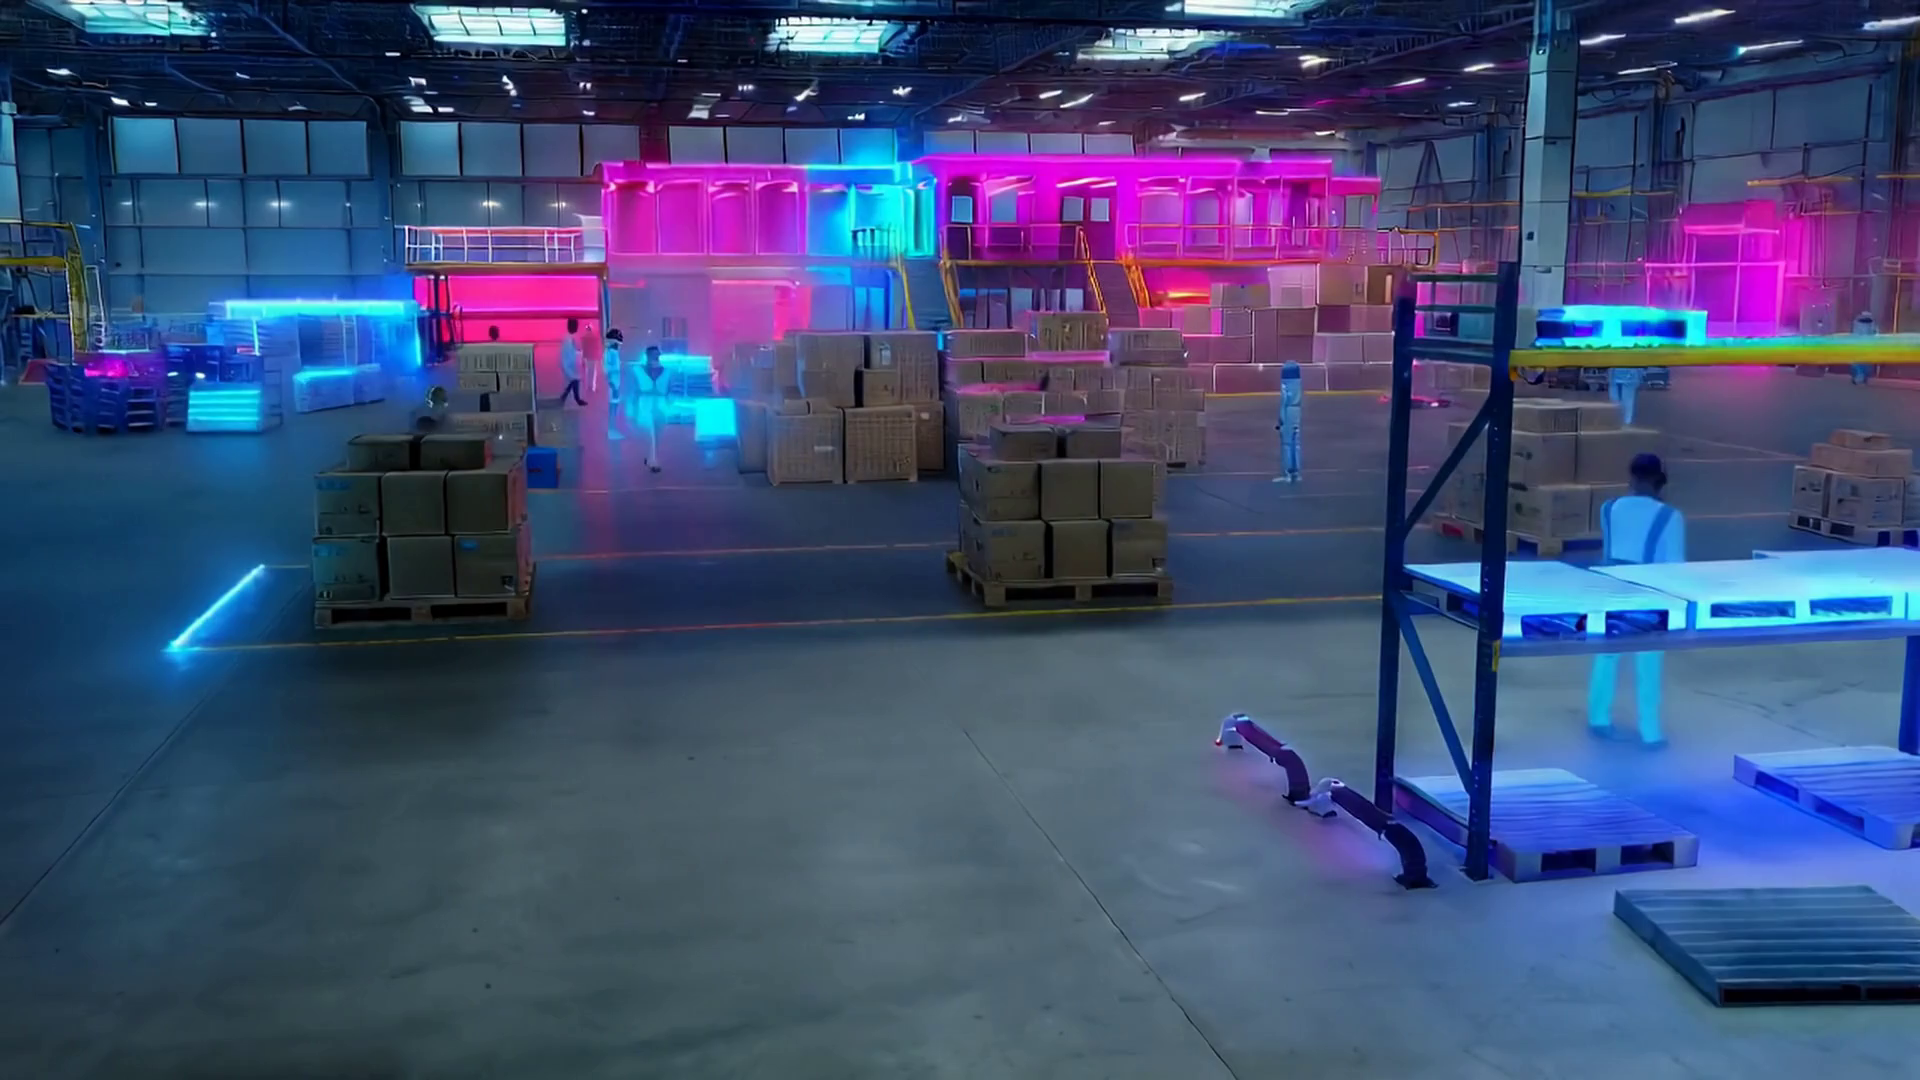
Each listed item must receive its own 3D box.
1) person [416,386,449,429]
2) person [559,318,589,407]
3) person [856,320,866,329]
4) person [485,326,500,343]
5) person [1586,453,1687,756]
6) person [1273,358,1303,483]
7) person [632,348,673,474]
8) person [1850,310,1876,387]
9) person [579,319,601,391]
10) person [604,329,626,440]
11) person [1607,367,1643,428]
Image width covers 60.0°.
[{"bbox_3d":[-5.306,-0.639,16.741,0.979,1.833,0.502,4,10,22],"label":"person"},{"bbox_3d":[-8.284,-3.757,35.381,0.607,1.938,0.905,7,11,35],"label":"person"},{"bbox_3d":[-2.187,-3.951,36.855,0.513,1.844,0.336,1,9,5],"label":"person"},{"bbox_3d":[-9.214,-3.337,33.131,0.560,1.833,0.886,1,9,6],"label":"person"},{"bbox_3d":[4.193,0.396,10.282,0.377,1.869,0.607,-7,12,-38],"label":"person"},{"bbox_3d":[4.591,-1.669,23.254,0.299,1.743,0.493,9,13,42],"label":"person"},{"bbox_3d":[-4.547,-1.924,24.506,0.581,1.855,0.918,-4,10,-23],"label":"person"},{"bbox_3d":[22.605,-4.788,41.639,0.605,1.950,0.380,0,9,-1],"label":"person"},{"bbox_3d":[-8.970,-4.466,40.286,0.534,1.744,0.688,-1,9,-5],"label":"person"},{"bbox_3d":[-6.019,-2.719,29.069,0.365,1.934,0.552,-1,9,-8],"label":"person"},{"bbox_3d":[12.053,-2.840,30.220,0.644,1.793,0.946,6,11,33],"label":"person"}]
